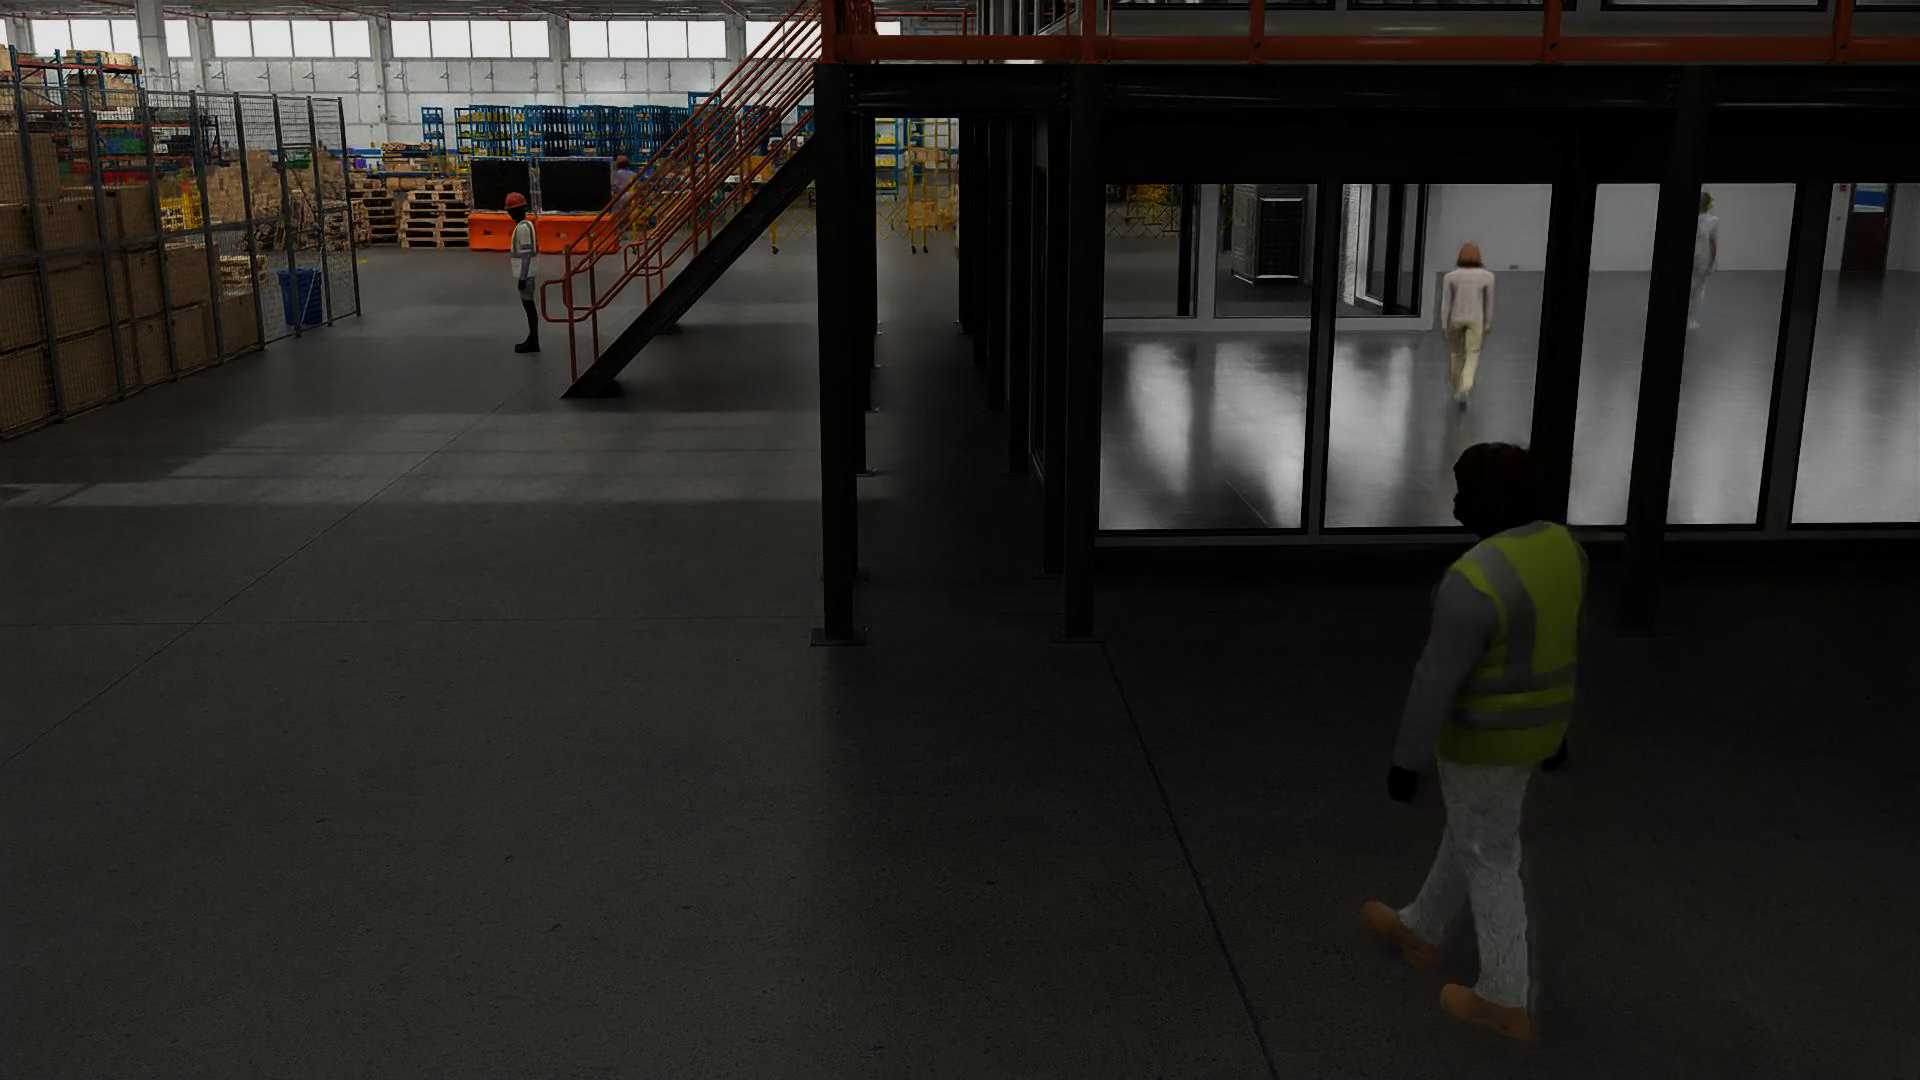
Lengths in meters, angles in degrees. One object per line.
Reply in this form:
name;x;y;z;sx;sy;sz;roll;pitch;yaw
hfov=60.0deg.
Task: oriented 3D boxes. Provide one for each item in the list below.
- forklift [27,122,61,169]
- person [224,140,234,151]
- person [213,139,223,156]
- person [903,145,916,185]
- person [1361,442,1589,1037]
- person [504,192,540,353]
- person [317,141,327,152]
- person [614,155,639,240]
forklift;-35.376;-14.773;64.377;1.129;2.768;1.873;-1;14;-2
person;-37.905;-19.796;86.414;0.612;1.920;0.651;13;19;42
person;-38.289;-19.691;85.827;0.379;1.996;0.611;8;16;28
person;-2.295;-16.991;75.369;0.601;1.830;0.403;2;14;9
person;1.514;0.586;5.137;0.658;1.817;0.759;-13;19;-42
person;-5.319;-3.247;20.237;0.366;1.931;0.542;-3;14;-11
person;-35.911;-21.541;93.580;0.643;1.832;0.431;5;15;18
person;-7.985;-8.176;39.749;0.638;2.021;0.623;9;17;32
